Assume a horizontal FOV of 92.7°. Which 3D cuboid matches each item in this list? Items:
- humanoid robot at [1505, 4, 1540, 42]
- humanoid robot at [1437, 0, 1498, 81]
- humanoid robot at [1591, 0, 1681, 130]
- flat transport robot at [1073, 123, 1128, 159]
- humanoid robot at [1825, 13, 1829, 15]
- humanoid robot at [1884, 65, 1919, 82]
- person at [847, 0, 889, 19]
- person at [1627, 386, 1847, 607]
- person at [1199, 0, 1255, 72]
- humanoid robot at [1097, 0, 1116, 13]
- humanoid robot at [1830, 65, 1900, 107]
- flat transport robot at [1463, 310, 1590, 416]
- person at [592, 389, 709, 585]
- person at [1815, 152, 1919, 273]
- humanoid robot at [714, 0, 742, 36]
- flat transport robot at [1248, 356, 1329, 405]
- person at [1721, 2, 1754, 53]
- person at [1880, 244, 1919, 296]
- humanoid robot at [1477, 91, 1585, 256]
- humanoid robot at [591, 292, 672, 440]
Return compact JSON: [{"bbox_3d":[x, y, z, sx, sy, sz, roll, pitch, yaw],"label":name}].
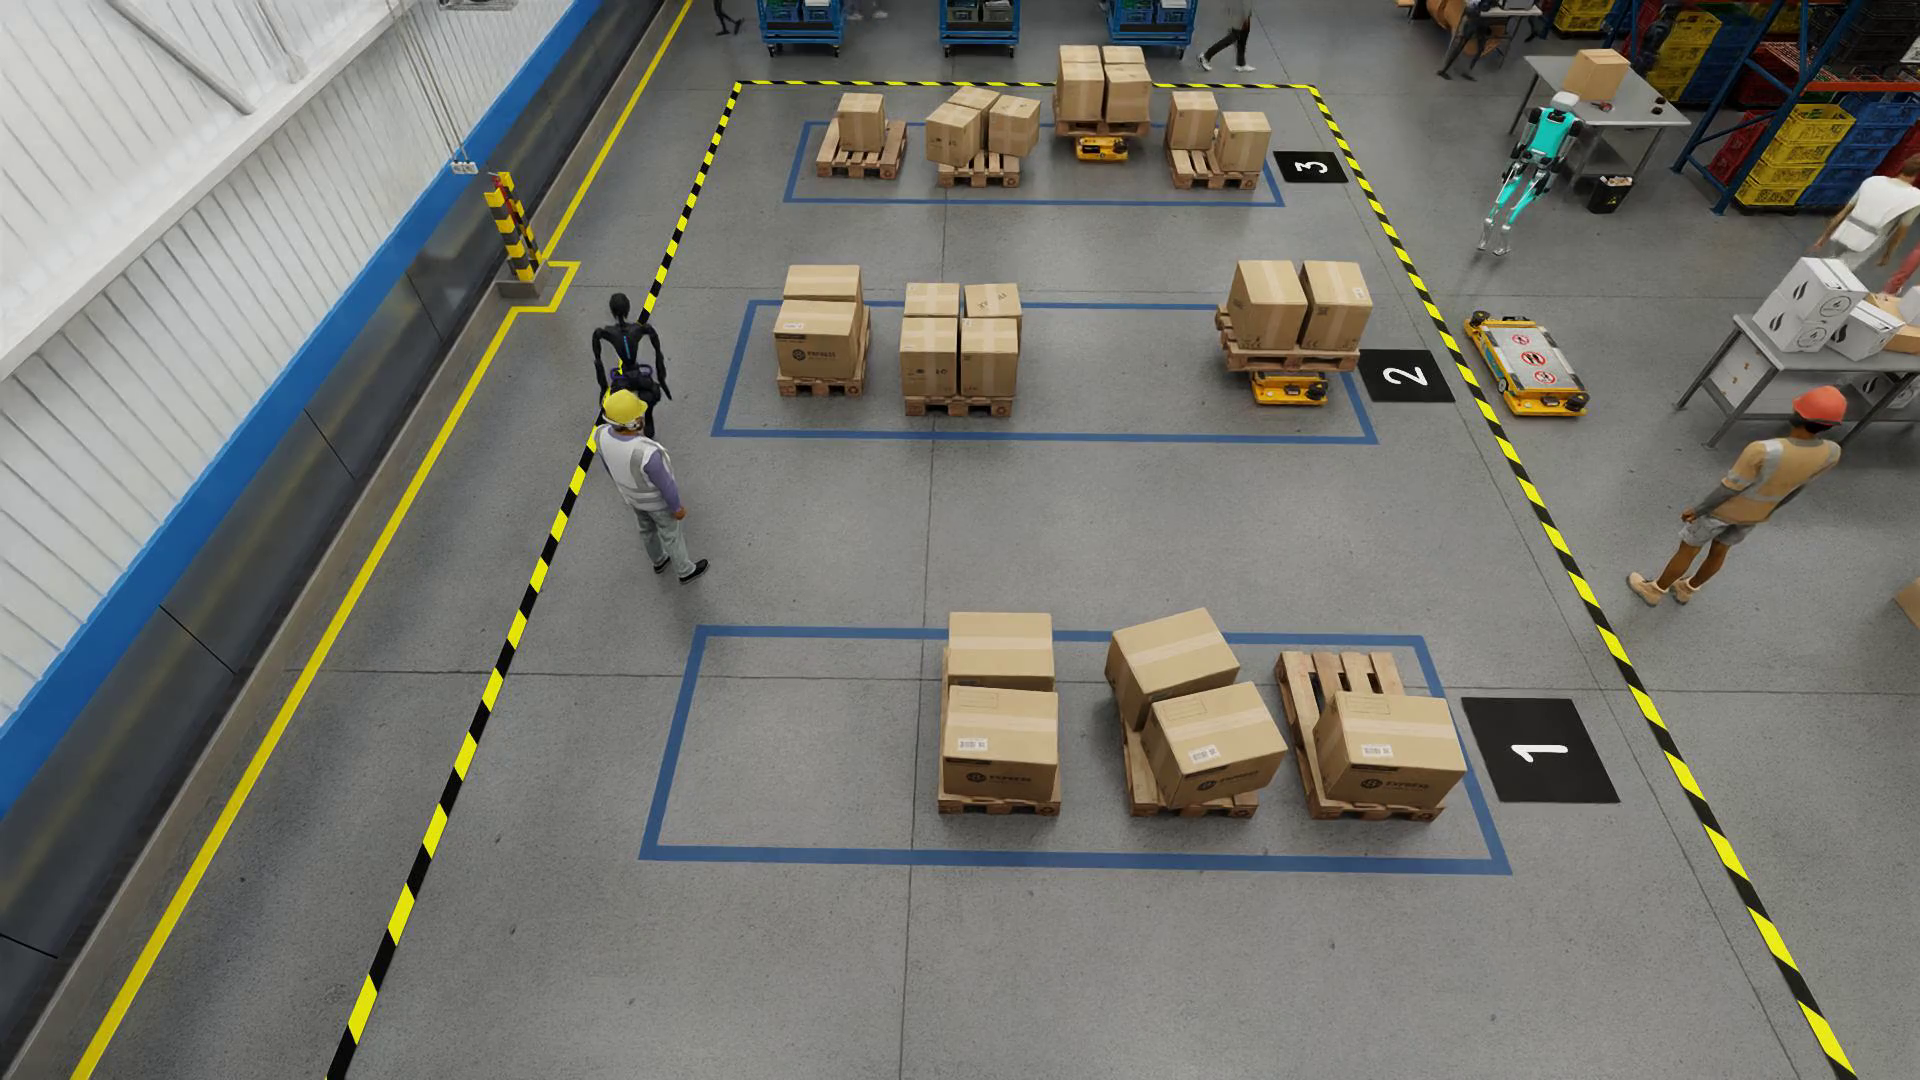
[{"bbox_3d":[8.835,-8.574,14.043,0.596,1.635,0.717,-12,50,-10],"label":"humanoid robot"},{"bbox_3d":[7.403,-7.395,13.007,0.599,1.634,0.576,-33,57,-25],"label":"humanoid robot"},{"bbox_3d":[8.912,-6.175,11.978,0.770,1.636,0.596,23,53,19],"label":"humanoid robot"},{"bbox_3d":[1.858,-5.548,12.317,0.652,0.197,1.431,1,49,1],"label":"flat transport robot"},{"bbox_3d":[12.850,-7.608,13.152,0.537,1.756,0.820,-21,52,-17],"label":"humanoid robot"},{"bbox_3d":[13.403,-7.092,12.612,0.533,1.677,0.735,26,54,21],"label":"humanoid robot"},{"bbox_3d":[-1.508,-9.197,14.538,0.751,1.698,0.477,4,49,4],"label":"person"},{"bbox_3d":[5.570,-0.262,6.589,0.613,2.039,0.386,-1,49,-1],"label":"person"},{"bbox_3d":[3.993,-7.646,13.124,0.825,1.822,0.594,3,49,3],"label":"person"},{"bbox_3d":[2.607,-9.083,14.427,0.546,1.724,1.027,-30,56,-24],"label":"humanoid robot"},{"bbox_3d":[11.443,-5.808,11.619,0.315,1.657,0.599,-25,54,-20],"label":"humanoid robot"},{"bbox_3d":[5.573,-1.757,9.054,0.659,0.231,1.431,1,49,1],"label":"flat transport robot"},{"bbox_3d":[-2.299,-0.367,6.817,0.598,1.827,0.404,23,53,19],"label":"person"},{"bbox_3d":[8.842,-2.943,9.064,0.920,1.805,0.570,-11,50,-9],"label":"person"},{"bbox_3d":[-3.740,-8.658,14.093,0.410,1.644,0.600,-20,52,-16],"label":"humanoid robot"},{"bbox_3d":[3.175,-1.888,9.149,0.652,0.197,1.431,1,49,1],"label":"flat transport robot"},{"bbox_3d":[11.601,-8.103,13.392,0.601,2.025,0.604,3,49,2],"label":"person"},{"bbox_3d":[10.431,-3.360,9.375,0.954,1.875,0.612,-17,51,-14],"label":"person"},{"bbox_3d":[5.987,-3.824,9.781,0.735,1.681,0.533,-36,58,-27],"label":"humanoid robot"},{"bbox_3d":[-2.744,-1.261,7.703,0.629,1.621,0.542,-15,51,-12],"label":"humanoid robot"}]
